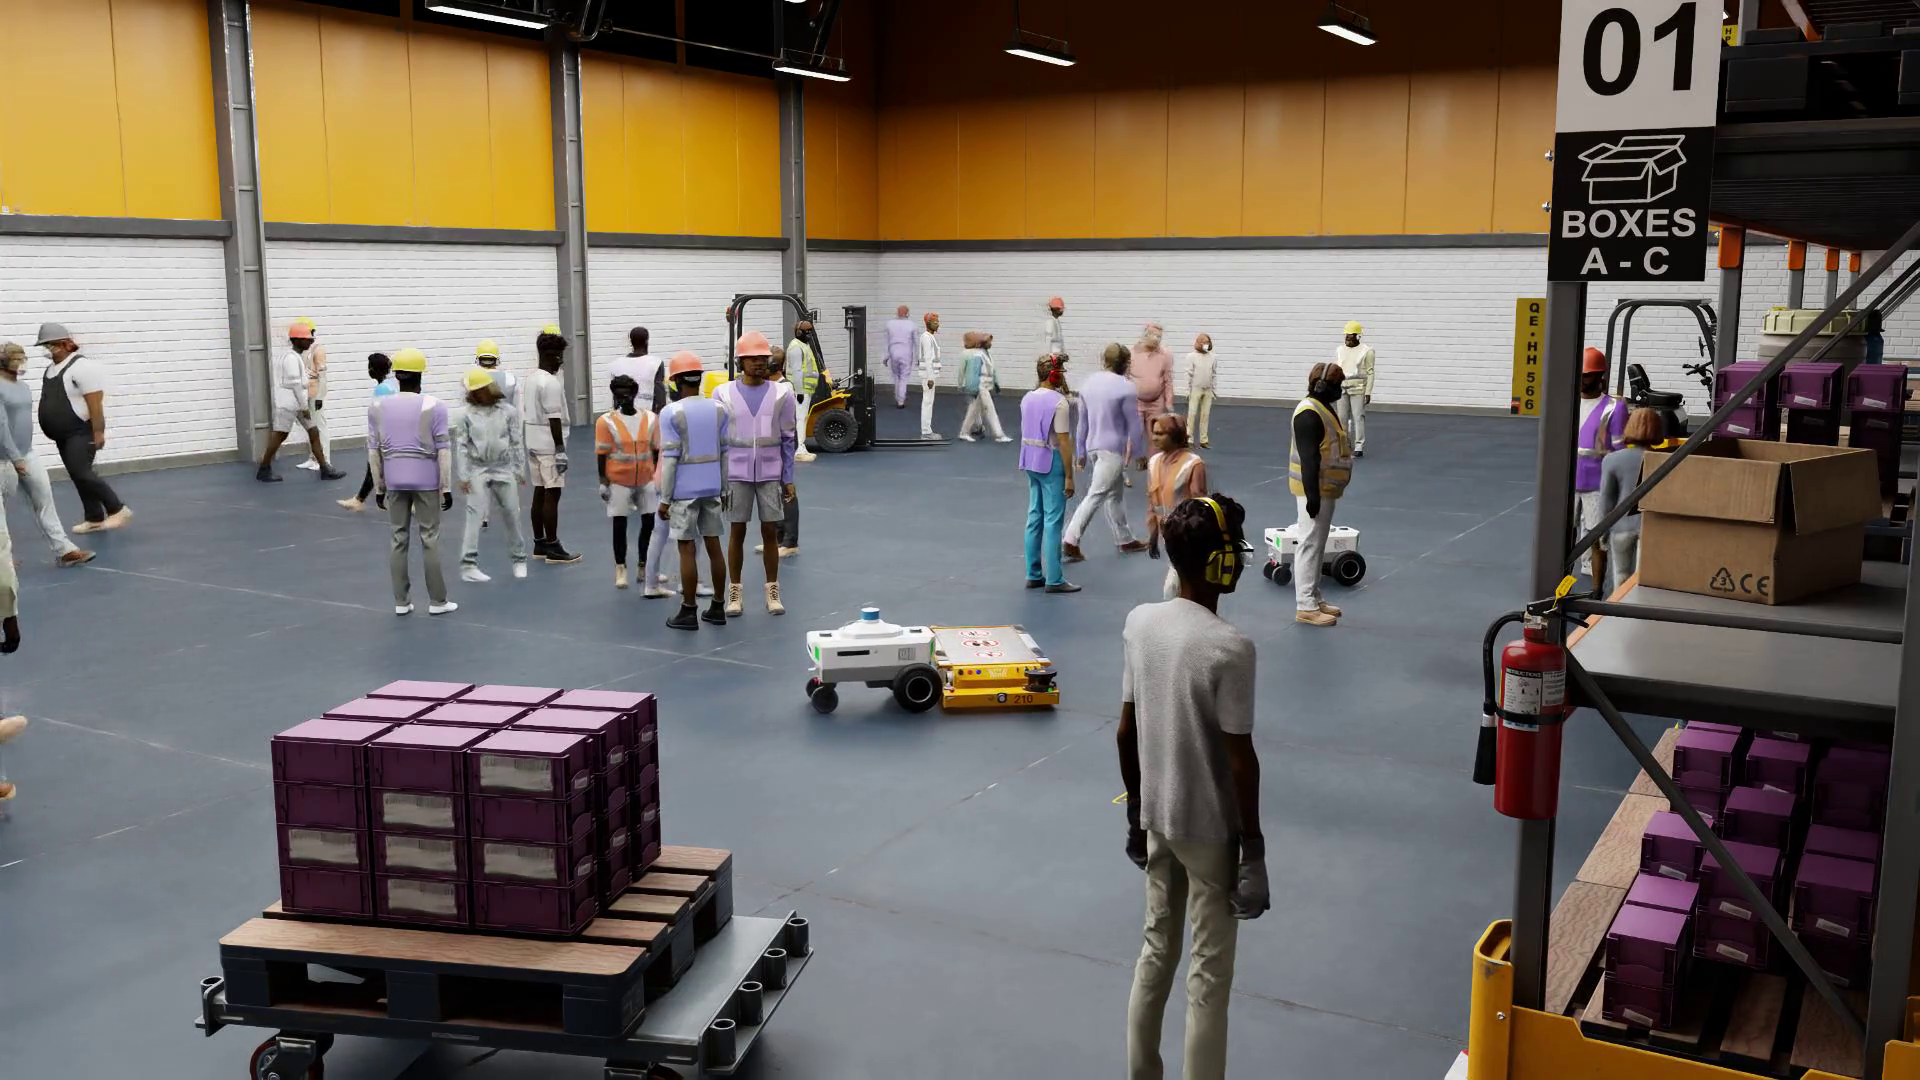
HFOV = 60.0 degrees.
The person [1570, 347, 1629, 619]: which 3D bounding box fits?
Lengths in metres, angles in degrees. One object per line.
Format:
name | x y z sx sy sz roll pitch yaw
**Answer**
person | 4.444 -0.404 11.866 0.356 1.936 0.551 -8 12 -42

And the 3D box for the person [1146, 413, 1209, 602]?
person | 1.331 0.018 10.282 0.687 1.597 0.526 -5 10 -28

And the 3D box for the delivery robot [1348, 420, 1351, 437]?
delivery robot | 5.094 -1.546 23.000 0.477 0.478 0.707 9 13 44

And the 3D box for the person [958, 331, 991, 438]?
person | 0.257 -2.327 24.903 0.572 1.608 0.676 -6 11 -32

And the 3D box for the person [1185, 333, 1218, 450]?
person | 3.364 -2.066 23.186 0.507 1.631 0.267 -4 10 -21

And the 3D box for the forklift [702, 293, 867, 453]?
forklift | -2.458 -2.344 23.176 2.313 2.155 1.214 0 9 -2

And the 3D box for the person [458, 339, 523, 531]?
person | -4.488 -1.003 15.931 0.594 1.832 0.404 -4 10 -22

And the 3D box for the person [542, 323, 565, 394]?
person | -5.822 -2.211 23.742 0.379 1.756 0.527 -6 11 -33

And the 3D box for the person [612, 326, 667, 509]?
person | -3.316 -1.276 17.394 0.619 1.904 0.539 2 9 13

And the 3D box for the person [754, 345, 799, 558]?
person | -1.577 -0.762 14.399 0.346 1.842 0.505 -4 10 -26

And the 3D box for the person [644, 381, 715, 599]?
person | -2.096 -0.411 12.509 0.665 1.730 0.649 -4 10 -25

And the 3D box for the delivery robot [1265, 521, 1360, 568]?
delivery robot | 2.797 0.020 13.229 0.707 0.478 0.477 -1 9 -7

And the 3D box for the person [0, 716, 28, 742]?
person | -5.276 0.191 8.510 0.759 1.816 0.658 -7 11 -36

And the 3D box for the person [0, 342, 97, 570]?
person | -7.701 -0.674 13.694 0.877 1.897 0.641 0 9 3

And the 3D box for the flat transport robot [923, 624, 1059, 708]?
flat transport robot | 0.146 0.729 9.977 0.652 0.197 1.431 -1 9 -7

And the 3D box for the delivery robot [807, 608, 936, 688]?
delivery robot | -0.508 0.629 9.429 0.707 0.478 0.477 -2 9 -12

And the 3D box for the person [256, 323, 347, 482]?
person | -7.870 -1.618 19.641 1.016 1.886 0.535 -1 9 -6

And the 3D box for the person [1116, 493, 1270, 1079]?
person | 0.651 0.800 4.558 0.319 1.871 0.532 -6 11 -35

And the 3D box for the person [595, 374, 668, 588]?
person | -2.558 -0.456 12.977 0.587 1.679 0.336 -6 11 -32

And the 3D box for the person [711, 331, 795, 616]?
person | -1.478 -0.470 11.937 0.607 2.048 0.365 -2 9 -11

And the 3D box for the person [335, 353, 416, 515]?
person | -5.884 -1.053 16.796 0.858 1.652 0.538 -4 10 -21

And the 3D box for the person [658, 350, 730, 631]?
person | -1.852 -0.339 11.492 0.543 1.928 0.373 -8 12 -42

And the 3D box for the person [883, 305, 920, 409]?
person | -1.016 -3.360 30.501 0.677 1.866 0.893 3 9 15

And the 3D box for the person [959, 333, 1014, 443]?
person | 0.352 -2.202 24.156 0.864 1.596 0.513 3 9 15

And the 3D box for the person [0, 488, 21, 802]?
person | -4.491 0.323 7.258 0.633 1.964 0.860 1 9 4

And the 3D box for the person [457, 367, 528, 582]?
person | -3.741 -0.532 13.319 0.544 1.724 0.358 -5 10 -27

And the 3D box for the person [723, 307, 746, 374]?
person | -3.935 -3.121 28.992 0.357 1.883 0.573 -7 11 -37

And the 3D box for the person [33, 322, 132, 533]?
person | -8.328 -1.061 15.641 0.716 2.000 0.620 7 12 38

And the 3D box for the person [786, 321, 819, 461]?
person | -2.068 -1.958 21.876 0.430 1.841 0.624 1 9 4

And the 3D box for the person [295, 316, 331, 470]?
person | -8.133 -1.837 20.853 0.371 1.923 0.586 -9 13 -43

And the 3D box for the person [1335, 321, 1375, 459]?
person | 5.195 -1.991 22.095 0.603 1.830 0.404 9 13 44

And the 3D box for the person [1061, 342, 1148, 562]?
person | 1.230 -0.756 14.299 1.078 1.887 0.619 -6 11 -34

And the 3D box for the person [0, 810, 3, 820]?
person | -4.749 0.348 7.281 0.949 1.898 0.647 0 9 1

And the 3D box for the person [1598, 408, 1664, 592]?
person | 4.394 -0.056 10.760 0.495 1.587 0.868 5 11 31

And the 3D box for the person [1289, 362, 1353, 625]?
person | 2.543 -0.333 11.738 0.429 1.840 0.624 3 10 20

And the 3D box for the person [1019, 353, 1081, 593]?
person | 0.669 -0.513 12.824 0.389 1.846 0.567 -6 11 -33

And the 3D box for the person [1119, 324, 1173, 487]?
person | 2.108 -1.553 19.265 0.751 1.871 0.441 -2 9 -13

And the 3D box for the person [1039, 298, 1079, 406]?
person | 1.846 -3.460 30.747 1.014 1.992 0.634 2 9 13

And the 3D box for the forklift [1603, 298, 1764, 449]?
forklift | 7.954 -1.589 18.462 2.313 2.155 1.214 5 11 30

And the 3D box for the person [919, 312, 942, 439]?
person | -0.442 -2.414 24.578 0.341 1.881 0.586 0 9 -1

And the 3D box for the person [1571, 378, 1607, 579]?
person | 5.019 -0.494 13.353 0.523 1.640 0.306 -2 9 -14

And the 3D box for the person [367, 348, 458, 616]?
person | -3.928 -0.412 11.944 0.589 1.928 0.386 1 9 3

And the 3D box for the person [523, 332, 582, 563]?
person | -3.494 -0.783 14.163 0.387 1.959 0.601 -6 11 -33
